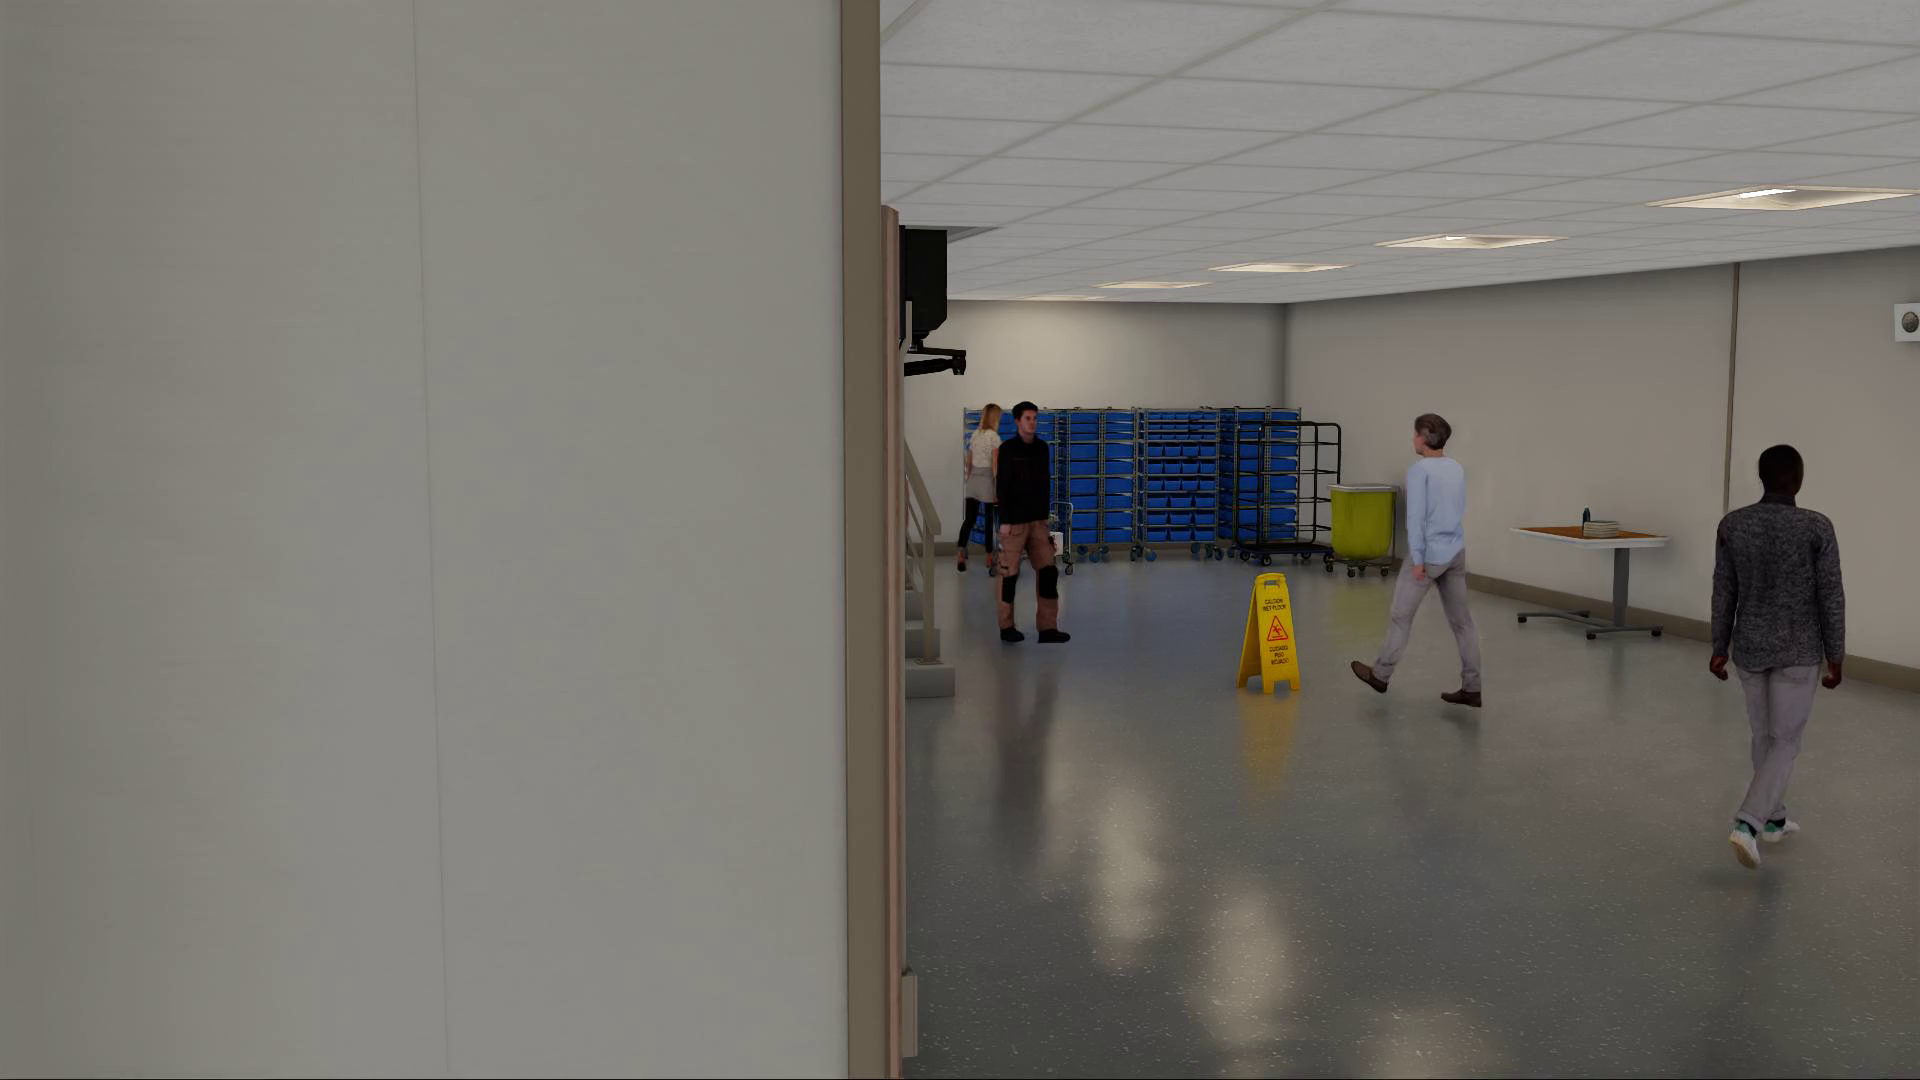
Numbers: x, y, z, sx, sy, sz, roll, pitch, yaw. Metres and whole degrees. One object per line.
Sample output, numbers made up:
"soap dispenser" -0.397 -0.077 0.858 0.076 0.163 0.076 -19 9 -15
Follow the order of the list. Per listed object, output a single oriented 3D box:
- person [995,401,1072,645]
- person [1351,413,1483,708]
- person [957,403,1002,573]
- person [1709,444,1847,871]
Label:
"person" 0.456 -0.124 13.112 0.879 1.900 1.046 -3 7 -31
"person" 3.101 0.163 10.563 0.887 1.839 1.253 -3 7 -31
"person" 0.196 -0.524 17.680 1.174 1.781 1.183 4 7 32
"person" 3.490 0.520 7.175 1.095 1.806 1.224 -5 8 -40
